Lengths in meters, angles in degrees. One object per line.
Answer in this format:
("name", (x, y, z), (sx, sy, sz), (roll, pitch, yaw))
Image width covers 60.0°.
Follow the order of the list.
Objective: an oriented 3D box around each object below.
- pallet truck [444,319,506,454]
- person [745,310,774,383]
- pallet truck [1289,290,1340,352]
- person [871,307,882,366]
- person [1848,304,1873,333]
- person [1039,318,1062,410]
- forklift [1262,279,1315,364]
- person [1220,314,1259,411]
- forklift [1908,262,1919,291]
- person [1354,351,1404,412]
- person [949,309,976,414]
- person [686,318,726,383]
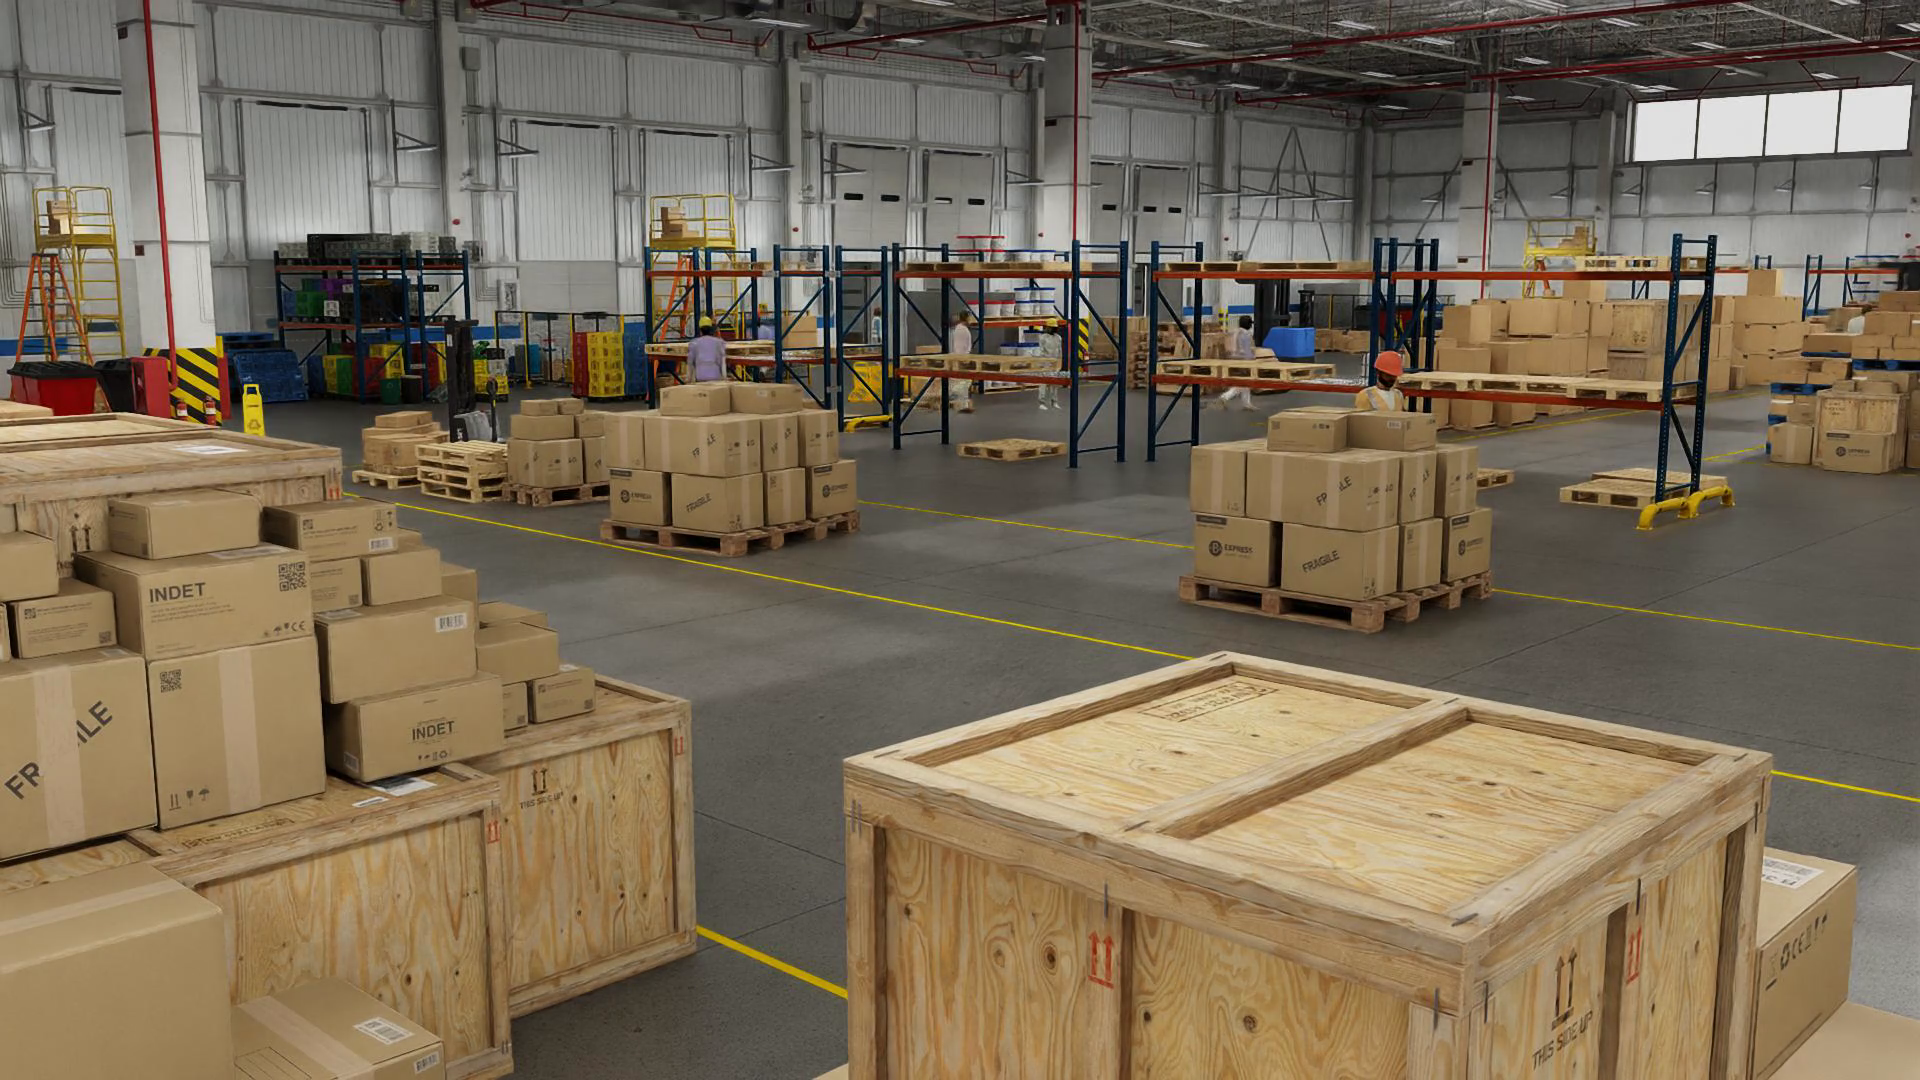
("pallet truck", (-6.981, -1.942, 22.150), (1.885, 1.965, 0.823), (1, 9, 9))
("person", (-3.901, -3.479, 31.917), (0.534, 1.878, 0.991), (6, 11, 34))
("pallet truck", (11.297, -6.951, 52.861), (1.885, 1.965, 0.823), (-5, 11, -29))
("person", (-2.214, -5.405, 44.512), (0.314, 1.633, 0.520), (-2, 9, -10))
("person", (19.179, -4.049, 35.301), (0.451, 1.919, 0.646), (-7, 12, -37))
("person", (1.725, -3.329, 31.465), (0.487, 1.736, 0.325), (-5, 11, -28))
("forklift", (8.555, -6.090, 44.881), (1.873, 2.768, 1.129), (9, 13, 43))
("person", (5.209, -3.275, 30.863), (0.698, 1.822, 0.636), (0, 9, -2))
("forklift", (23.804, -5.462, 41.032), (1.129, 2.768, 1.873), (-3, 10, -15))
("person", (3.800, -0.737, 14.976), (0.543, 1.928, 0.372), (-6, 11, -32))
("person", (0.025, -3.259, 30.421), (0.505, 1.927, 0.637), (1, 9, 6))
("person", (-4.075, -2.619, 26.683), (0.612, 1.868, 1.007), (-2, 10, -14))
